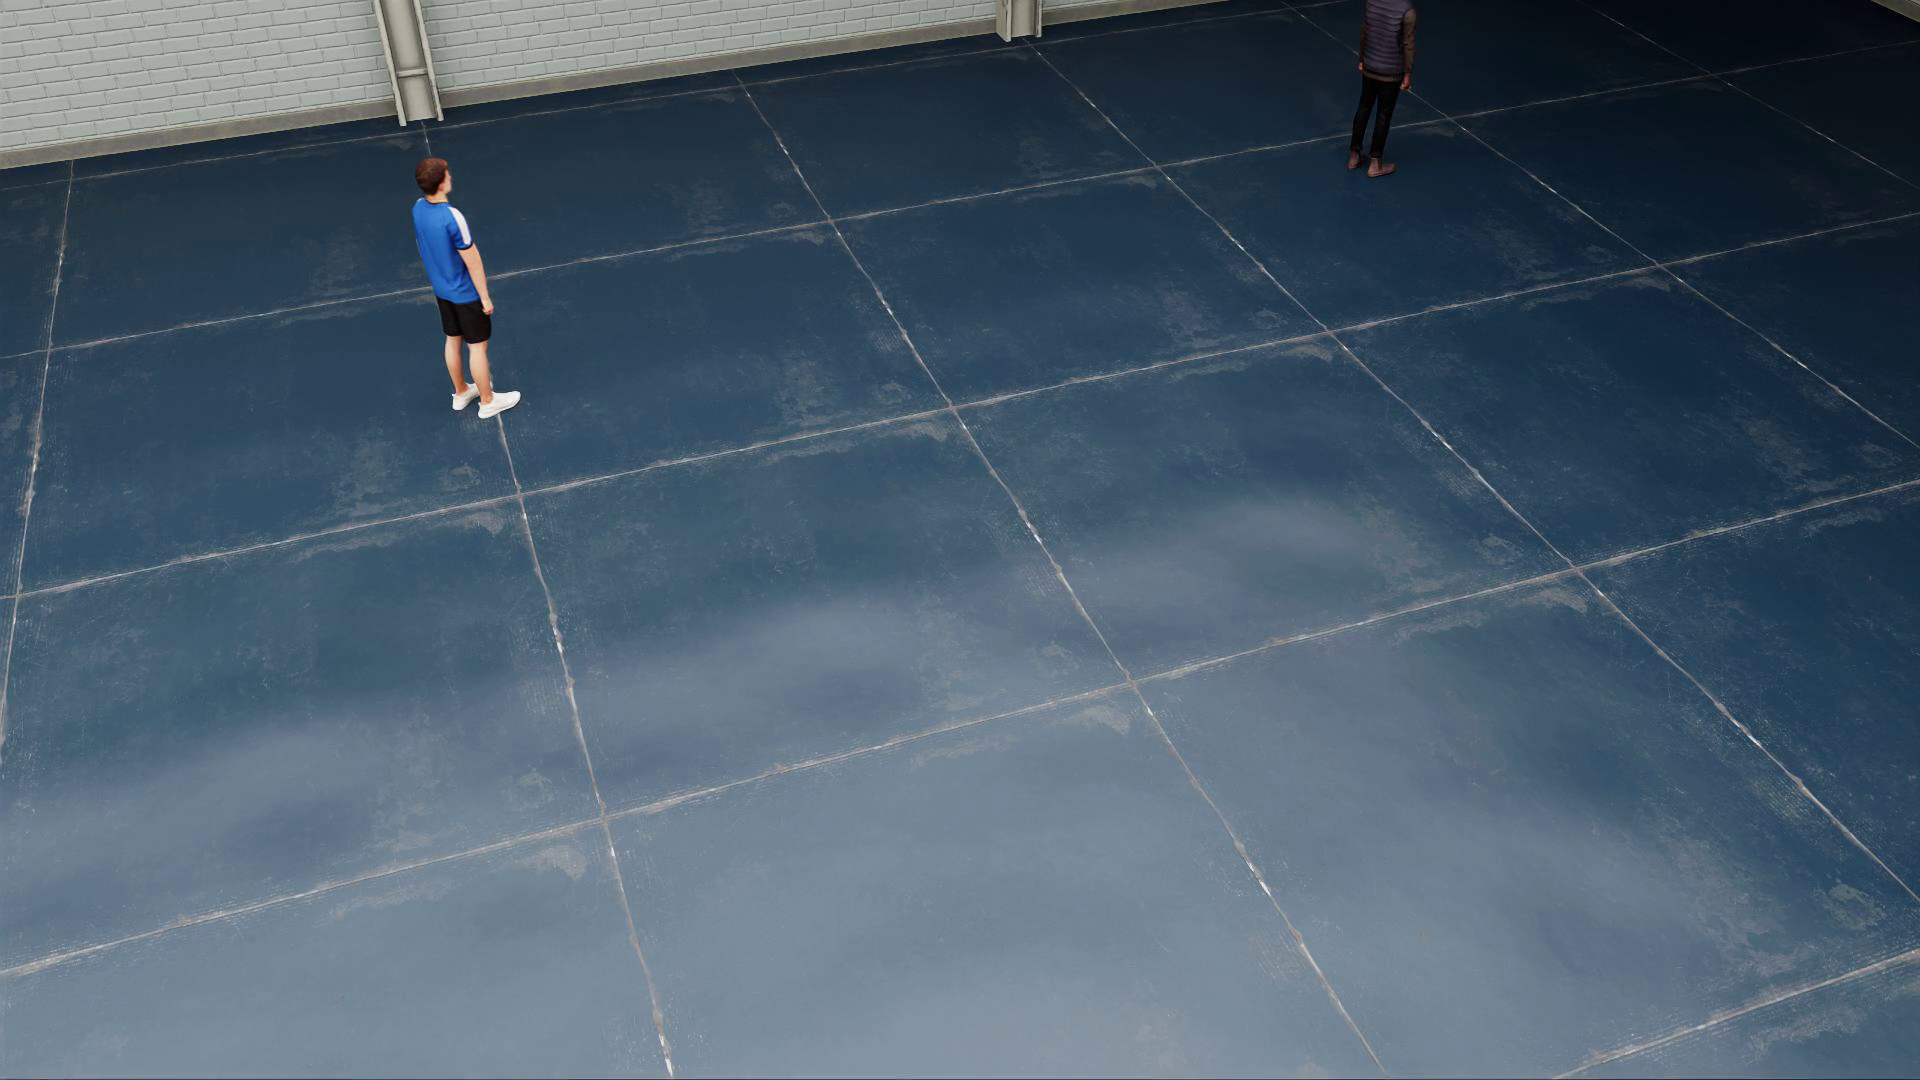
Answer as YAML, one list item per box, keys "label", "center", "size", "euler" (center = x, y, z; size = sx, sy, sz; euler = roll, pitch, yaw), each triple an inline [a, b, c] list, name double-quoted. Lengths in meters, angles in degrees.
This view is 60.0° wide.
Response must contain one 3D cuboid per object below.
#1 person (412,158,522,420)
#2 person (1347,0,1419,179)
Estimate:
- label: "person"
  center: [-3.364, -1.684, 11.100]
  size: [0.745, 1.866, 0.785]
  euler: [20, 42, 24]
- label: "person"
  center: [3.573, -3.987, 14.068]
  size: [0.708, 1.836, 0.769]
  euler: [-28, 46, -31]
